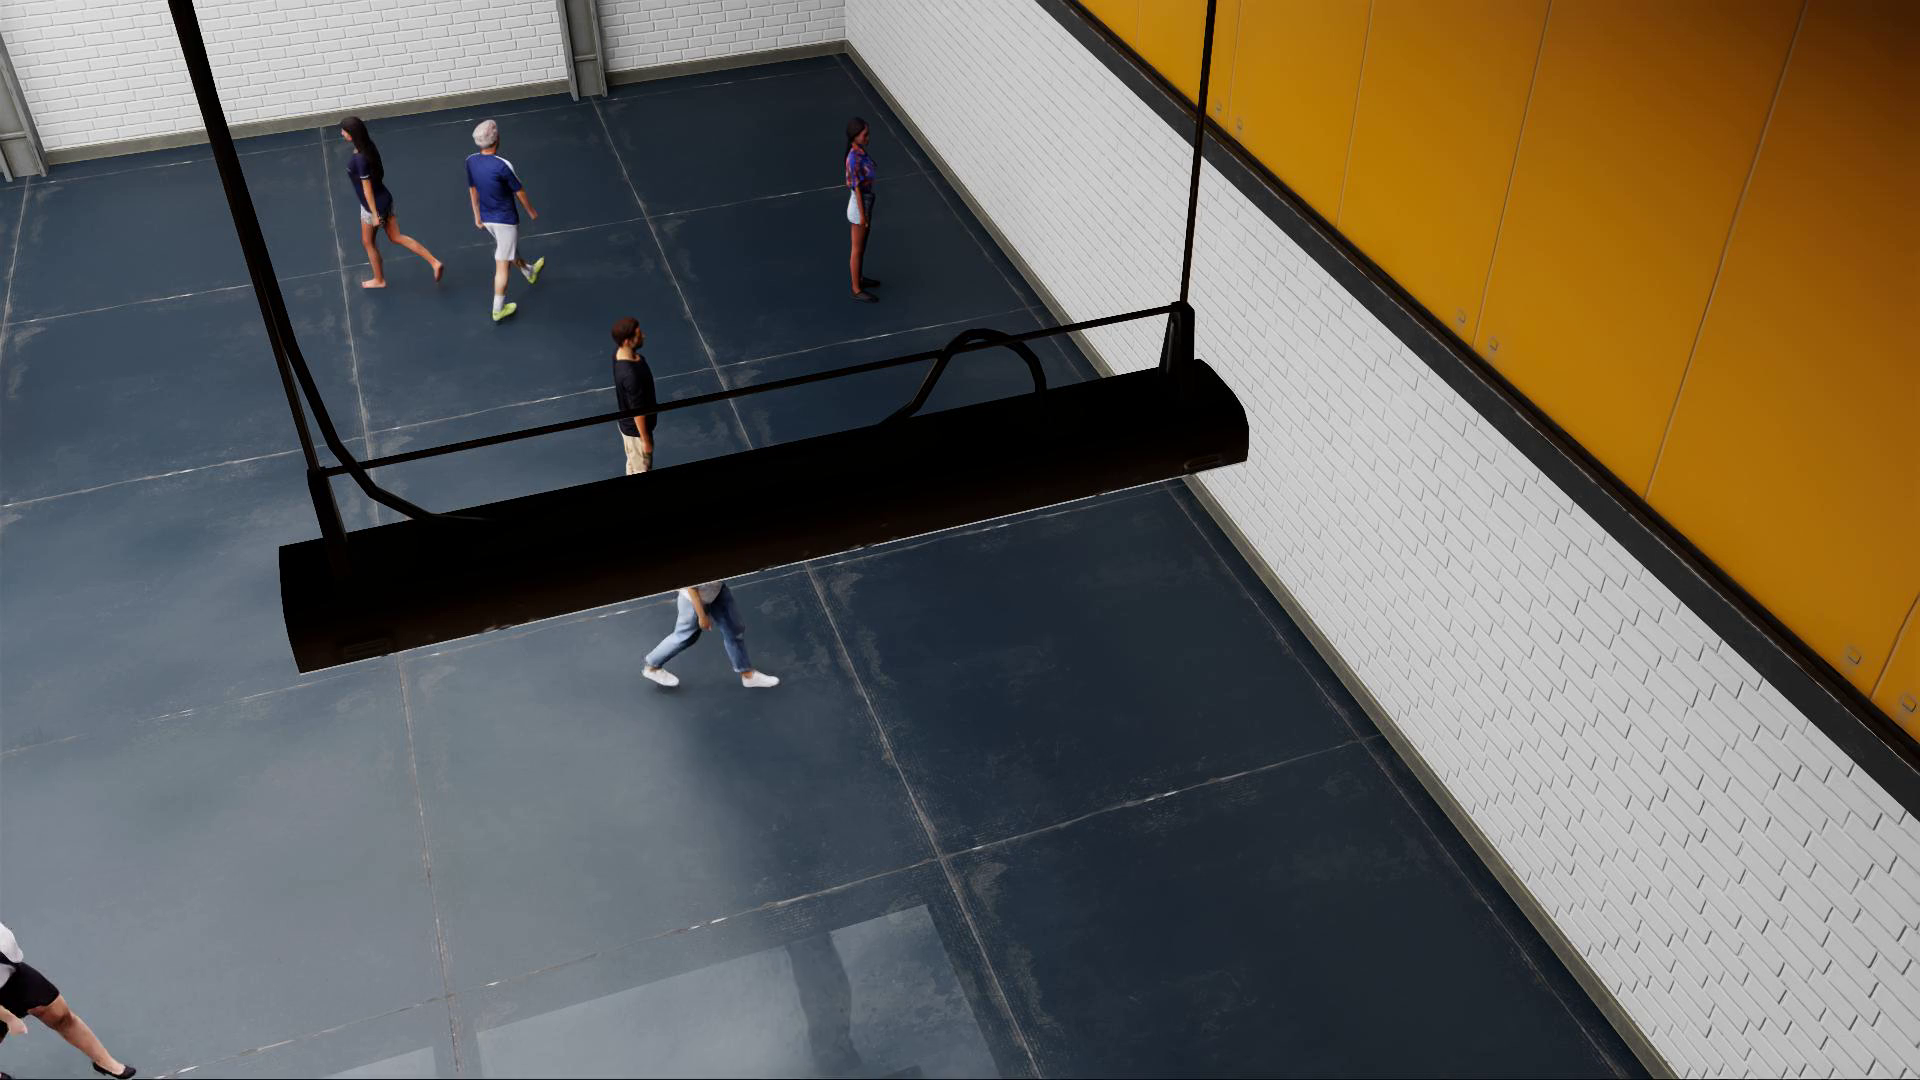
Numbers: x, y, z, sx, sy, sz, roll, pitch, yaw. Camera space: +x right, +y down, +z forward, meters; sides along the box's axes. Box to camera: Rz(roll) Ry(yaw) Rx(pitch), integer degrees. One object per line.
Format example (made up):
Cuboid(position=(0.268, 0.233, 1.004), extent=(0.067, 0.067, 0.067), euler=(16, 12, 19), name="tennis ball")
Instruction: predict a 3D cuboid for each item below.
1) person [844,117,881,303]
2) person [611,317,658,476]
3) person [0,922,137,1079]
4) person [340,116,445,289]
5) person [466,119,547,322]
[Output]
Cuboid(position=(-0.922, -3.044, 15.267), extent=(0.642, 1.747, 0.657), euler=(2, 39, 3), name="person")
Cuboid(position=(-2.431, -0.857, 12.444), extent=(0.516, 1.851, 0.618), euler=(-13, 40, -16), name="person")
Cuboid(position=(-5.029, 2.384, 8.590), extent=(1.158, 1.597, 0.822), euler=(0, 39, -1), name="person")
Cuboid(position=(-5.268, -3.056, 15.290), extent=(1.131, 1.737, 0.858), euler=(3, 39, 3), name="person")
Cuboid(position=(-4.190, -2.821, 14.959), extent=(1.125, 1.783, 1.205), euler=(18, 42, 21), name="person")
